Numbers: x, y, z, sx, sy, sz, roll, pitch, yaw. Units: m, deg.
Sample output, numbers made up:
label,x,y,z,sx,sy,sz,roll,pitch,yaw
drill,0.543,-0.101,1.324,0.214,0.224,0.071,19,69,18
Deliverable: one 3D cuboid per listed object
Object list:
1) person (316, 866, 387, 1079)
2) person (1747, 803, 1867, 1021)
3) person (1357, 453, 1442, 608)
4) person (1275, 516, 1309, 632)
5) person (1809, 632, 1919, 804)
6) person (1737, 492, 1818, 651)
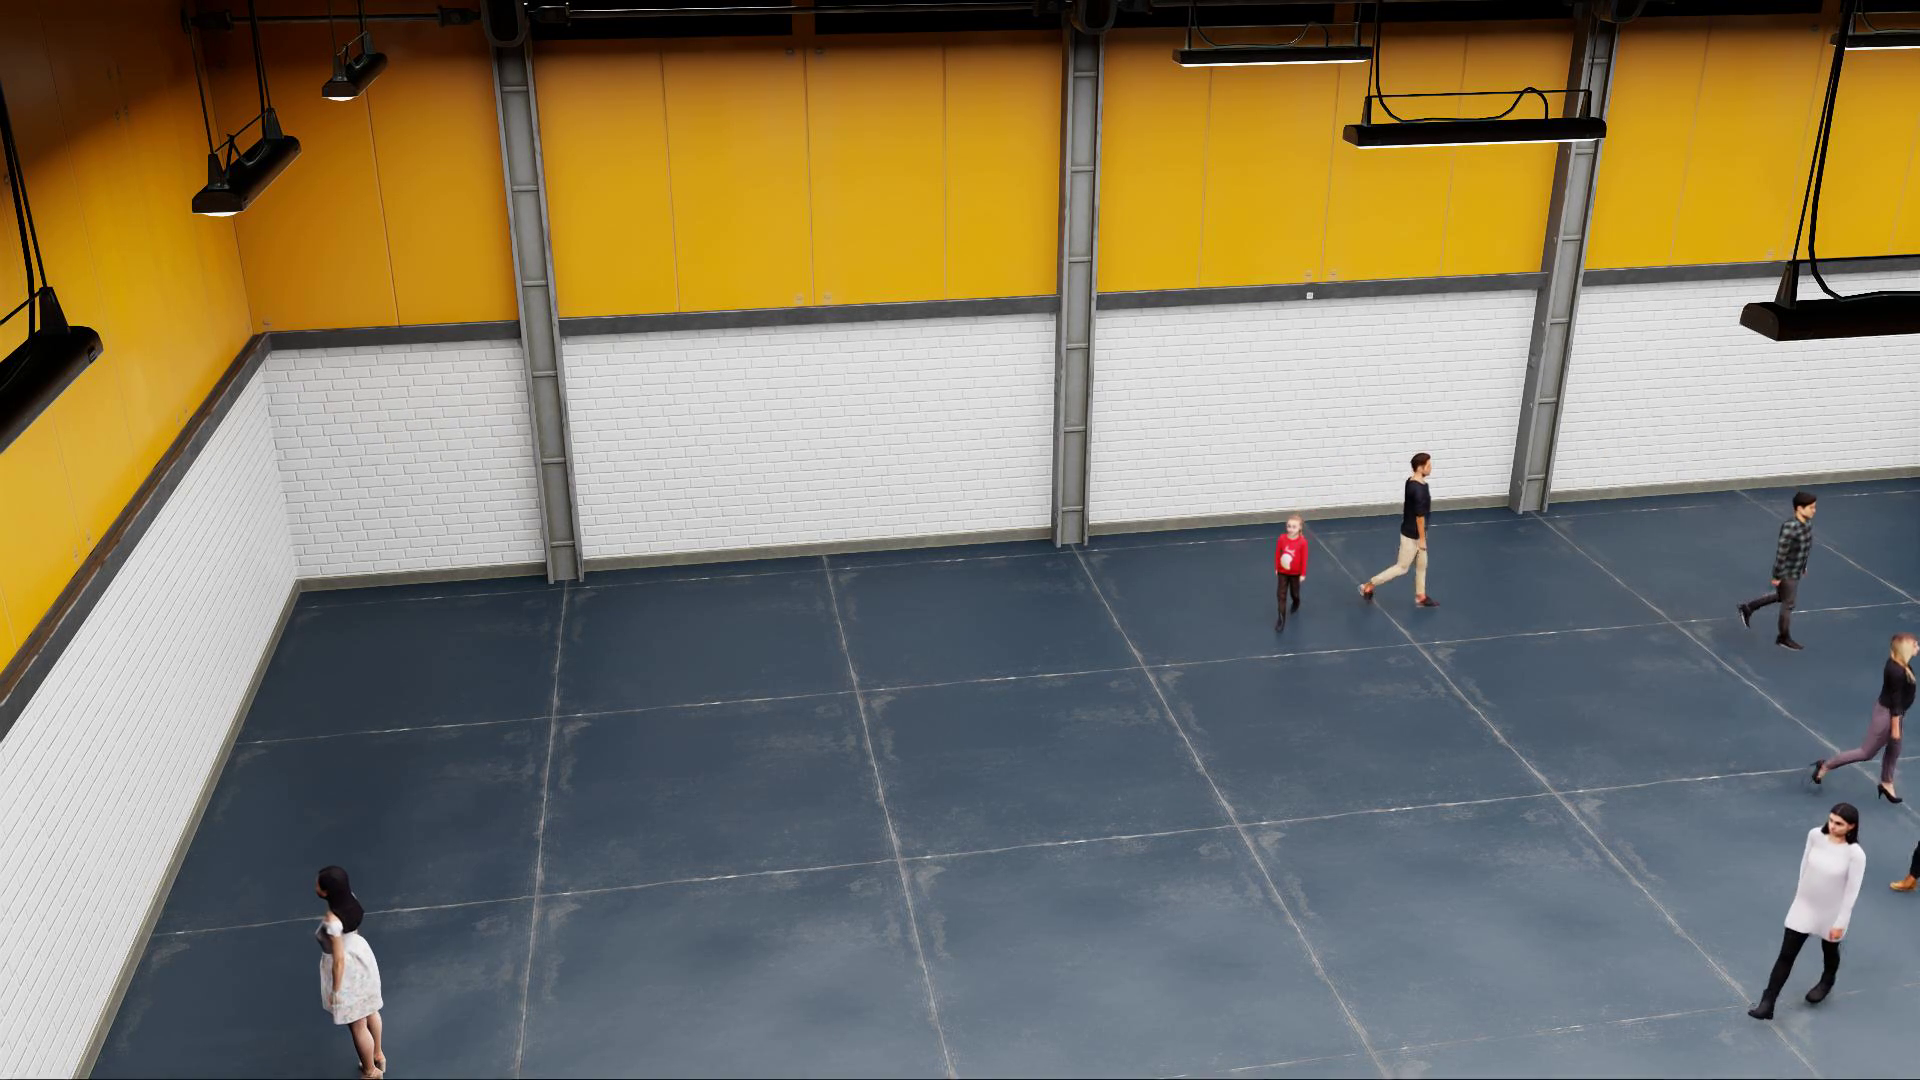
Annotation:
label,x,y,z,sx,sy,sz,roll,pitch,yaw
person,-4.148,2.967,11.301,0.686,1.774,0.691,0,24,0
person,6.288,2.673,12.003,1.227,1.753,0.921,-14,27,-29
person,4.849,-0.062,18.166,1.233,1.828,0.925,5,24,12
person,3.578,0.325,17.979,0.814,1.269,0.794,9,25,20
person,8.051,1.578,14.645,1.091,1.642,0.982,13,27,27
person,8.522,0.258,17.252,1.054,1.694,1.073,21,31,39
